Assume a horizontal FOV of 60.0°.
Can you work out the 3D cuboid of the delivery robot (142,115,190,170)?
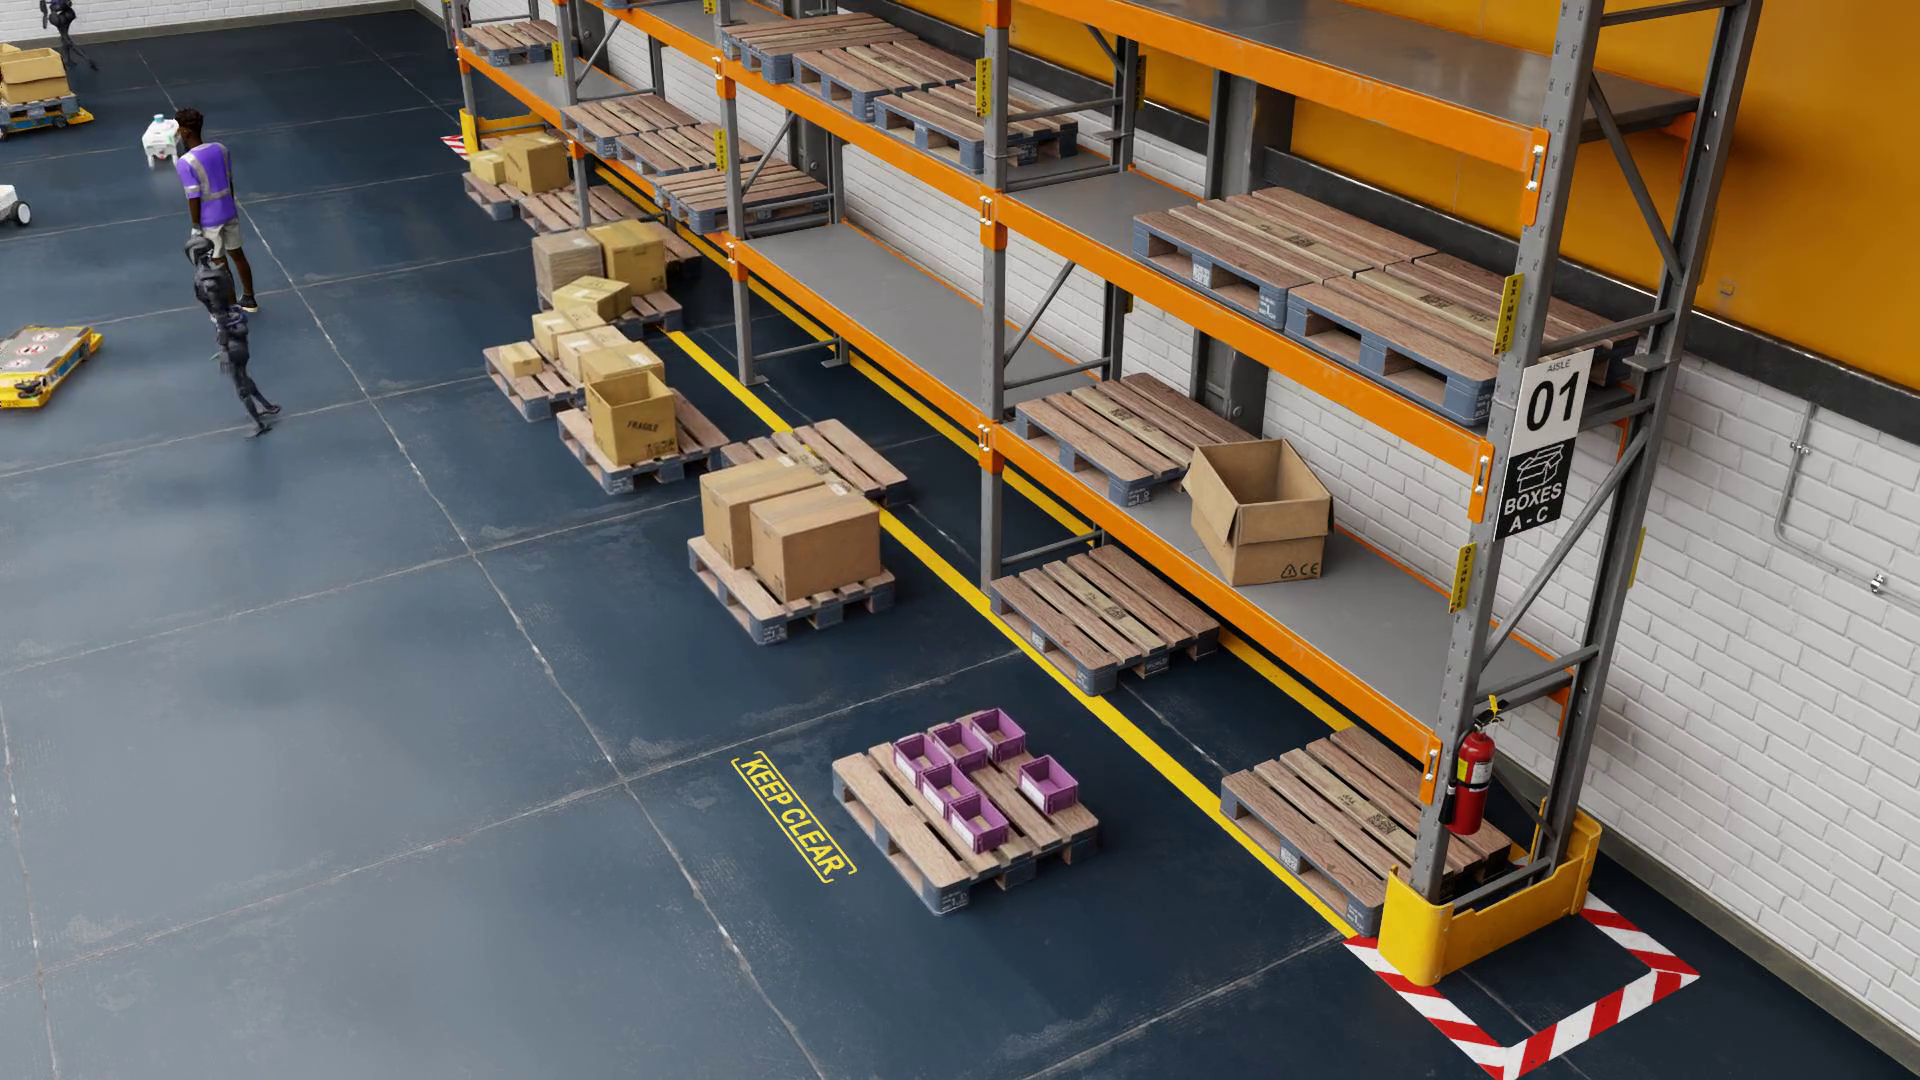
[{"bbox_3d":[-9.423,-4.735,19.713,0.499,0.606,0.796,-7,30,-12],"label":"delivery robot"}]

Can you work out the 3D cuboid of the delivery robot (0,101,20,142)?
[{"bbox_3d":[-12.083,-5.247,20.616,0.781,0.605,0.499,1,30,1],"label":"delivery robot"}]

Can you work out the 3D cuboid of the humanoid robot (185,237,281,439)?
[{"bbox_3d":[-5.693,-1.609,13.051,0.410,1.646,0.597,-11,31,-18],"label":"humanoid robot"}]

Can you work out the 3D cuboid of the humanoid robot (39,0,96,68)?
[{"bbox_3d":[-12.648,-7.469,23.440,0.707,1.635,0.592,5,30,9],"label":"humanoid robot"}]

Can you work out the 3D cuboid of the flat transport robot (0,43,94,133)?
[{"bbox_3d":[-11.827,-5.327,21.036,1.431,0.231,0.659,-24,37,-35],"label":"flat transport robot"}]

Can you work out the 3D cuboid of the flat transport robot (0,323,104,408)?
[{"bbox_3d":[-7.972,-1.505,14.288,0.659,0.231,1.431,-2,30,-4],"label":"flat transport robot"}]

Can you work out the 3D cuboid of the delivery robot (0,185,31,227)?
[{"bbox_3d":[-10.235,-3.486,17.493,0.521,0.592,0.764,1,30,2],"label":"delivery robot"}]

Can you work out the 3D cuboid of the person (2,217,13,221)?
[{"bbox_3d":[-10.606,-4.076,17.422,0.967,1.638,0.540,-2,30,-4],"label":"person"}]

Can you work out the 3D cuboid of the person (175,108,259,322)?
[{"bbox_3d":[-6.781,-2.942,15.104,0.374,1.966,0.605,9,31,15],"label":"person"}]
